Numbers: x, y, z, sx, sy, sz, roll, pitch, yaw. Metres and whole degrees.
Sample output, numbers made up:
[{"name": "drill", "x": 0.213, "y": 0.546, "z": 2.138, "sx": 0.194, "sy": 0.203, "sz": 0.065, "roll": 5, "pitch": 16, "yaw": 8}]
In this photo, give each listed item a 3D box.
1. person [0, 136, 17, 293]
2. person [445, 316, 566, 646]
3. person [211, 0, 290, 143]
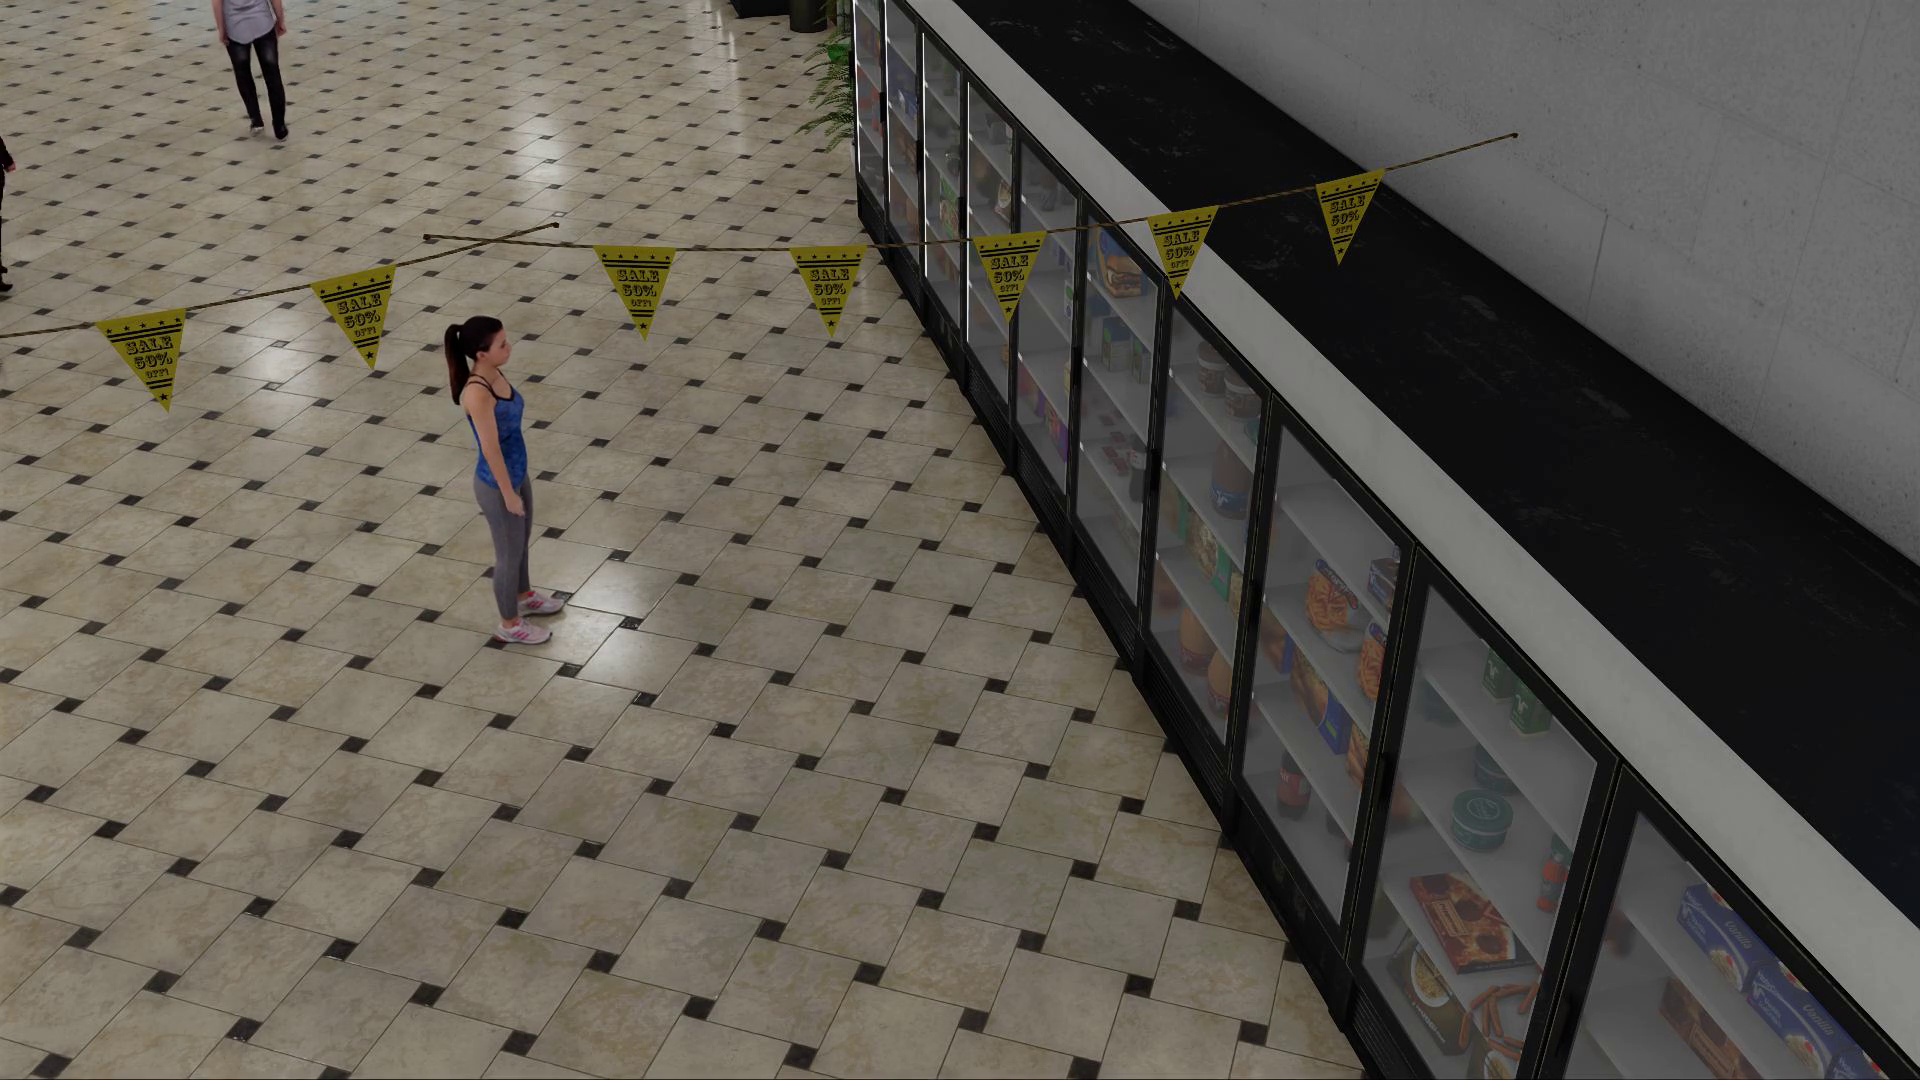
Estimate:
[{"name": "person", "x": -6.567, "y": -2.417, "z": 10.883, "sx": 0.843, "sy": 1.744, "sz": 0.903, "roll": 10, "pitch": 33, "yaw": 15}, {"name": "person", "x": -2.084, "y": -0.275, "z": 7.568, "sx": 0.615, "sy": 1.609, "sz": 0.617, "roll": -1, "pitch": 32, "yaw": -1}, {"name": "person", "x": -5.807, "y": -4.160, "z": 13.611, "sx": 0.630, "sy": 1.821, "sz": 0.785, "roll": -12, "pitch": 34, "yaw": -19}]
